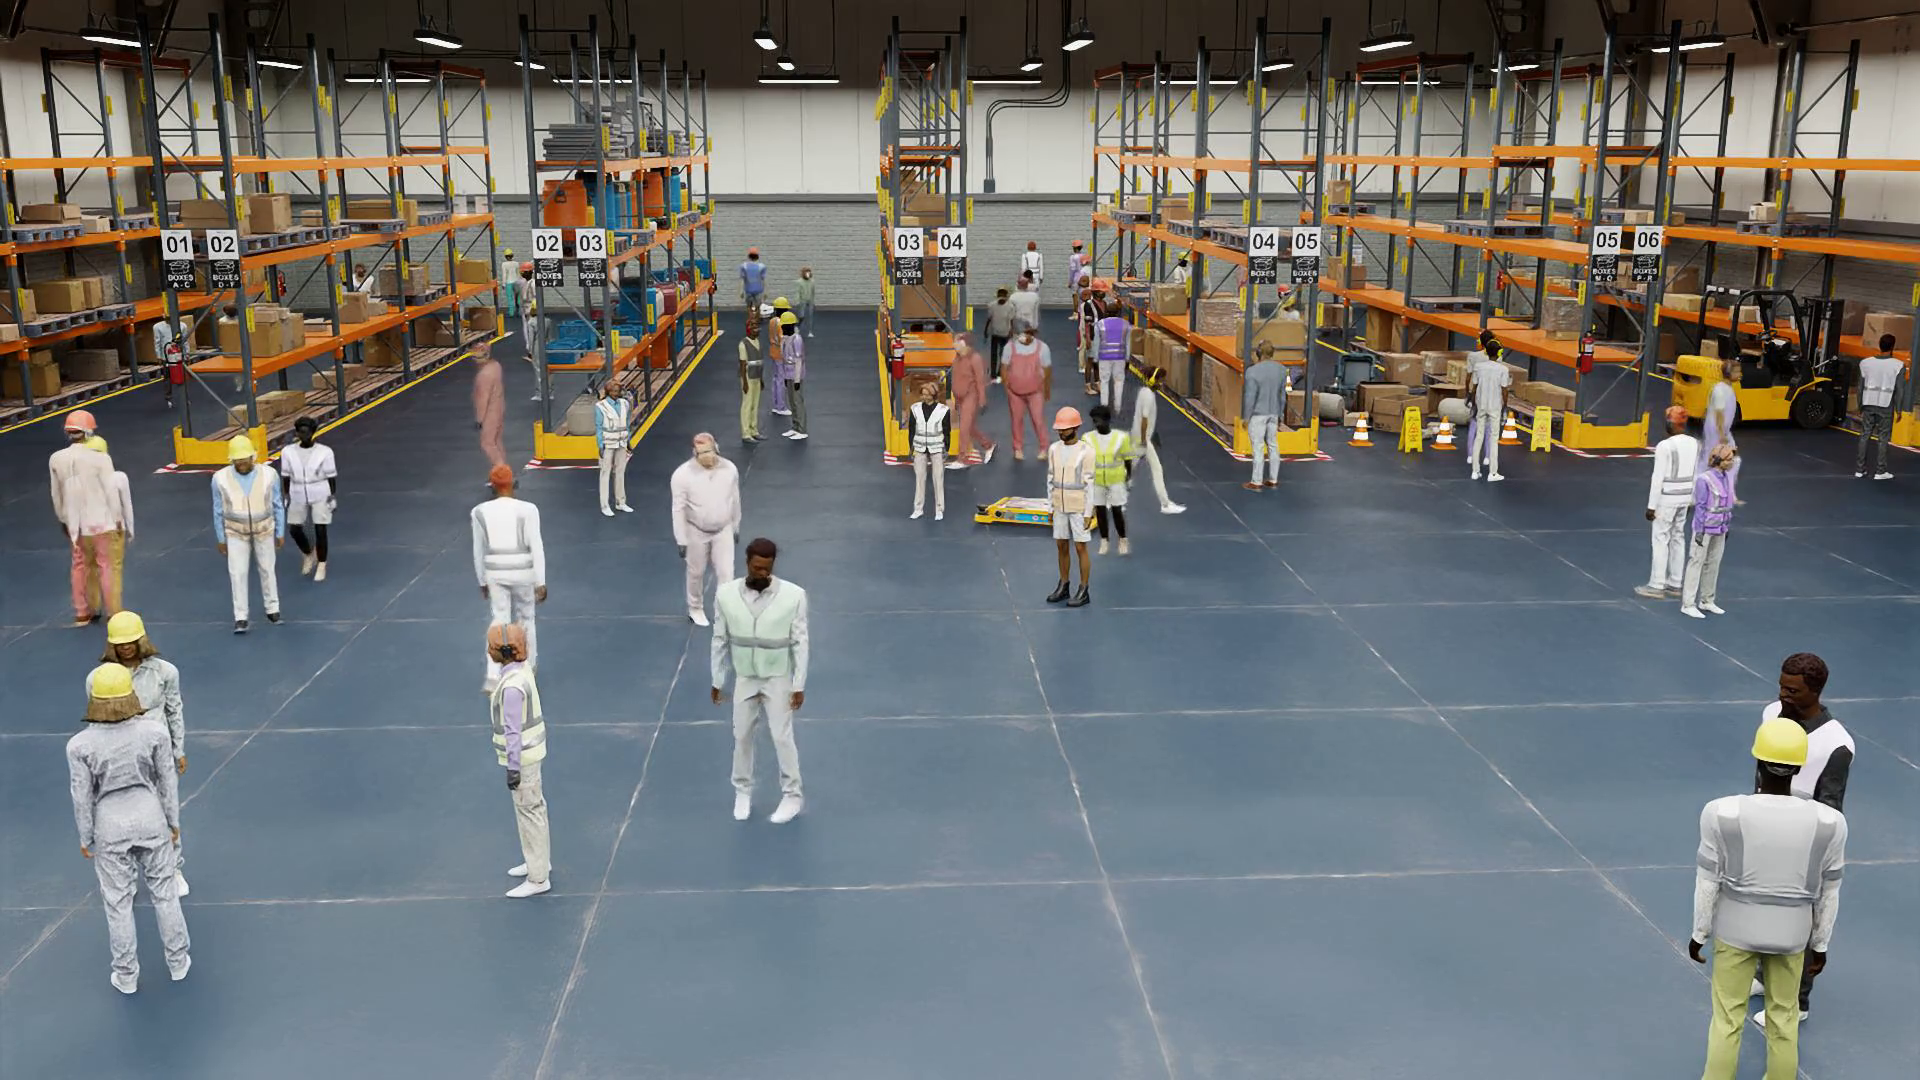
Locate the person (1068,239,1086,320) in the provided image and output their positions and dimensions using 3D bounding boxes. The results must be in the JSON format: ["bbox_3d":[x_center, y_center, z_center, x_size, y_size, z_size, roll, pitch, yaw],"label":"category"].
[{"bbox_3d":[2.964,-6.602,42.228,0.376,2.042,0.615,12,18,42],"label":"person"}]

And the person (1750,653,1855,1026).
[{"bbox_3d":[4.163,1.475,8.303,0.397,1.911,0.588,-2,13,-8],"label":"person"}]

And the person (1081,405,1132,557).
[{"bbox_3d":[1.550,-0.632,17.737,0.549,1.660,0.455,4,14,15],"label":"person"}]

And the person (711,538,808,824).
[{"bbox_3d":[-1.301,0.890,10.795,0.663,1.903,0.427,1,13,6],"label":"person"}]

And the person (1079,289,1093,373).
[{"bbox_3d":[2.458,-4.074,32.399,0.281,1.634,0.498,3,14,11],"label":"person"}]

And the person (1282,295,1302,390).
[{"bbox_3d":[5.989,-3.575,30.066,0.508,1.728,0.564,-5,14,-19],"label":"person"}]

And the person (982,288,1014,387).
[{"bbox_3d":[0.700,-3.741,30.617,0.577,1.806,0.975,1,13,3],"label":"person"}]

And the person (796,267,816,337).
[{"bbox_3d":[-3.574,-5.517,38.525,0.511,1.619,0.528,-7,15,-29],"label":"person"}]

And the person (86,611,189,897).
[{"bbox_3d":[-4.727,1.251,9.604,0.487,1.744,0.312,-7,15,-26],"label":"person"}]

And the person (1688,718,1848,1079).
[{"bbox_3d":[3.503,1.705,7.285,0.587,1.928,0.363,3,14,12],"label":"person"}]

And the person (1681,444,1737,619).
[{"bbox_3d":[7.014,-0.088,15.529,0.518,1.633,0.312,-8,15,-31],"label":"person"}]

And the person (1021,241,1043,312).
[{"bbox_3d":[1.913,-6.994,44.230,0.584,1.883,0.337,-2,13,-9],"label":"person"}]

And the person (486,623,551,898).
[{"bbox_3d":[-2.582,1.275,9.752,0.318,1.630,0.513,-3,14,-11],"label":"person"}]

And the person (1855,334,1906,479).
[{"bbox_3d":[12.155,-1.763,21.993,0.391,1.921,0.590,-10,17,-37],"label":"person"}]

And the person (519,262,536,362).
[{"bbox_3d":[-8.784,-4.658,33.990,0.381,2.045,0.605,-8,15,-29],"label":"person"}]

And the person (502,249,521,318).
[{"bbox_3d":[-11.563,-6.602,42.828,0.311,1.769,0.522,10,17,36],"label":"person"}]

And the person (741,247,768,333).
[{"bbox_3d":[-4.848,-5.894,39.270,0.648,2.019,0.582,-1,13,-3],"label":"person"}]

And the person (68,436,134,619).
[{"bbox_3d":[-7.901,-0.102,15.326,0.537,1.737,0.654,-7,15,-26],"label":"person"}]

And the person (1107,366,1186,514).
[{"bbox_3d":[2.206,-1.182,19.800,0.958,1.807,0.484,-1,13,-3],"label":"person"}]

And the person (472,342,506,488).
[{"bbox_3d":[-6.094,-1.634,21.555,0.421,1.881,0.717,-1,13,-4],"label":"person"}]

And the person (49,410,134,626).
[{"bbox_3d":[-7.938,-0.195,15.197,0.622,1.990,0.402,2,13,6],"label":"person"}]

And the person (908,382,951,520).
[{"bbox_3d":[-0.360,-1.048,19.566,0.514,1.639,0.310,4,14,15],"label":"person"}]

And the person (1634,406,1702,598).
[{"bbox_3d":[6.928,-0.373,16.207,0.580,1.879,0.366,-8,15,-29],"label":"person"}]

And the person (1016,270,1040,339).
[{"bbox_3d":[1.399,-4.655,34.425,0.646,1.850,0.983,9,16,34],"label":"person"}]

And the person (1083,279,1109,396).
[{"bbox_3d":[2.447,-3.583,29.438,0.605,2.045,0.379,-13,18,-43],"label":"person"}]

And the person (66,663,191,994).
[{"bbox_3d":[-4.310,1.483,8.621,0.488,1.743,0.319,-8,16,-31],"label":"person"}]

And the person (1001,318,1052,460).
[{"bbox_3d":[0.922,-2.135,23.311,0.710,2.000,0.568,2,14,10],"label":"person"}]

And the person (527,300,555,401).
[{"bbox_3d":[-7.297,-3.295,28.864,0.305,1.743,0.494,10,17,38],"label":"person"}]

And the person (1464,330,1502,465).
[{"bbox_3d":[7.240,-1.972,23.003,0.514,1.865,0.329,8,16,31],"label":"person"}]

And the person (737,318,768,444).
[{"bbox_3d":[-3.103,-2.371,24.728,0.397,1.847,0.564,5,14,21],"label":"person"}]

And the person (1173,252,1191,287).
[{"bbox_3d":[5.243,-5.842,39.290,0.409,1.910,0.592,7,15,26],"label":"person"}]

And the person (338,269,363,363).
[{"bbox_3d":[-12.447,-4.567,33.837,0.545,1.938,0.361,-10,17,-37],"label":"person"}]

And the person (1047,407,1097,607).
[{"bbox_3d":[1.039,-0.316,15.861,0.539,1.929,0.388,10,17,37],"label":"person"}]

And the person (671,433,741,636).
[{"bbox_3d":[-2.242,-0.054,14.914,0.689,1.844,1.001,-6,15,-25],"label":"person"}]

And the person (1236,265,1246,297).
[{"bbox_3d":[7.303,-6.721,43.329,0.313,1.769,0.525,2,13,8],"label":"person"}]

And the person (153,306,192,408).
[{"bbox_3d":[-13.283,-3.117,28.087,0.564,1.751,0.330,-12,18,-41],"label":"person"}]

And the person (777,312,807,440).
[{"bbox_3d":[-2.531,-2.475,25.026,0.410,1.918,0.585,-6,14,-23],"label":"person"}]

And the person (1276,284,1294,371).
[{"bbox_3d":[6.214,-4.047,32.024,0.336,1.753,0.564,9,16,33],"label":"person"}]

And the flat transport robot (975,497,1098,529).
[{"bbox_3d":[0.950,-0.325,19.436,1.431,0.197,0.652,5,14,19],"label":"flat transport robot"}]

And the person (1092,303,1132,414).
[{"bbox_3d":[2.494,-2.974,27.381,0.638,1.818,0.452,-1,13,-2],"label":"person"}]

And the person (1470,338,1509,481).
[{"bbox_3d":[6.970,-1.710,21.869,0.526,1.876,0.324,11,17,39],"label":"person"}]

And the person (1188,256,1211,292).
[{"bbox_3d":[5.754,-6.040,40.388,0.587,1.799,0.841,-11,17,-38],"label":"person"}]

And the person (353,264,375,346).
[{"bbox_3d":[-13.215,-5.197,36.779,0.596,1.802,0.944,-3,14,-13],"label":"person"}]

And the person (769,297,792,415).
[{"bbox_3d":[-2.931,-3.013,27.276,0.366,1.926,0.594,-6,14,-22],"label":"person"}]

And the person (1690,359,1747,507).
[{"bbox_3d":[9.266,-1.268,20.101,0.744,1.819,0.506,12,18,40],"label":"person"}]

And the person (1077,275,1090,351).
[{"bbox_3d":[2.674,-4.875,35.794,0.281,1.633,0.500,-2,13,-8],"label":"person"}]

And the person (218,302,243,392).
[{"bbox_3d":[-13.070,-3.517,30.069,0.538,1.611,0.654,-4,14,-18],"label":"person"}]

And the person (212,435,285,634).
[{"bbox_3d":[-6.418,-0.069,15.059,0.597,1.819,0.449,-6,15,-25],"label":"person"}]

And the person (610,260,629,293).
[{"bbox_3d":[-7.669,-5.445,37.475,0.442,1.974,0.672,1,13,2],"label":"person"}]

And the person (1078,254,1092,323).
[{"bbox_3d":[3.192,-6.203,41.220,0.612,1.733,0.559,8,15,30],"label":"person"}]

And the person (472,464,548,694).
[{"bbox_3d":[-3.637,0.315,13.418,0.623,1.830,0.939,0,13,0],"label":"person"}]

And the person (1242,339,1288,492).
[{"bbox_3d":[3.871,-1.581,21.182,0.635,1.937,0.352,-7,15,-28],"label":"person"}]

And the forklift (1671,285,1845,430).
[{"bbox_3d":[12.503,-2.886,26.166,2.313,2.155,1.214,-1,13,-3],"label":"forklift"}]

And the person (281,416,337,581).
[{"bbox_3d":[-6.545,-0.419,16.771,0.553,1.687,0.353,-2,13,-7],"label":"person"}]

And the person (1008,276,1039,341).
[{"bbox_3d":[1.216,-4.120,32.037,0.641,1.896,0.484,-4,14,-17],"label":"person"}]

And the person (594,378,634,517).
[{"bbox_3d":[-4.132,-1.115,19.850,0.312,1.639,0.512,10,17,37],"label":"person"}]

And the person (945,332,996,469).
[{"bbox_3d":[0.152,-1.930,22.839,0.865,1.863,0.671,-8,16,-32],"label":"person"}]

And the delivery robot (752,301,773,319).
[{"bbox_3d":[-4.930,-5.693,41.367,0.477,0.478,0.707,5,14,20],"label":"delivery robot"}]
